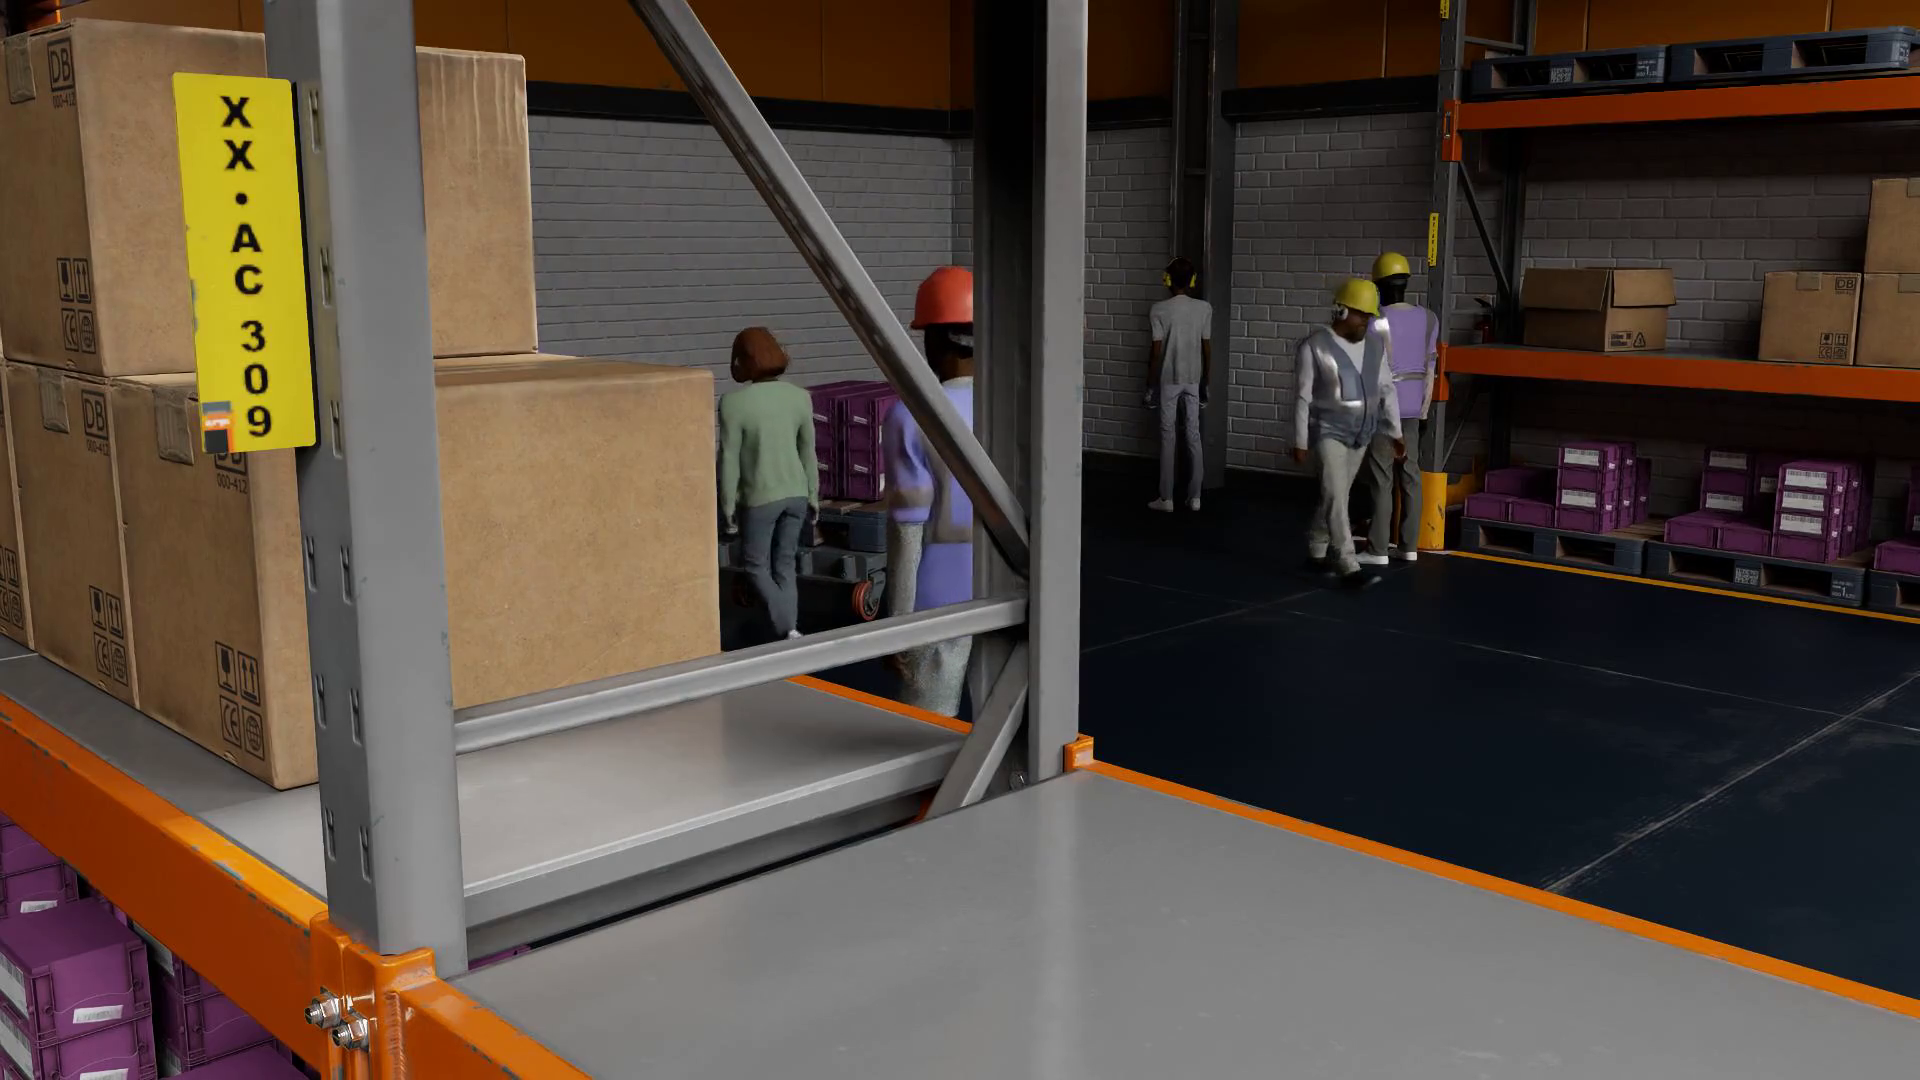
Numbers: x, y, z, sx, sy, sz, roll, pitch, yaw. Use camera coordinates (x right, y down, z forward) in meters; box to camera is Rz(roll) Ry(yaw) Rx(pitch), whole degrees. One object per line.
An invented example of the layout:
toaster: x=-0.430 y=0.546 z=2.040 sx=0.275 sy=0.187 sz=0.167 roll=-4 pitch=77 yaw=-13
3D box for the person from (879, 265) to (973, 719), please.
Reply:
person: x=-0.008 y=0.170 z=4.903 sx=0.551 sy=1.933 sz=0.377 roll=-7 pitch=12 yaw=-32

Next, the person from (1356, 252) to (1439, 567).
person: x=2.630 y=-0.789 z=10.187 sx=0.585 sy=1.917 sz=0.382 roll=-5 pitch=11 yaw=-25

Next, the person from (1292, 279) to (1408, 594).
person: x=2.235 y=-0.606 z=9.584 sx=0.582 sy=1.768 sz=0.898 roll=-5 pitch=12 yaw=-27

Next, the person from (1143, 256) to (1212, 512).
person: x=1.594 y=-1.137 z=12.208 sx=0.514 sy=1.873 sz=0.329 roll=-3 pitch=11 yaw=-15

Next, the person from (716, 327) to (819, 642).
person: x=-0.833 y=-0.166 z=7.612 sx=0.544 sy=1.611 sz=0.503 roll=-8 pitch=13 yaw=-38
